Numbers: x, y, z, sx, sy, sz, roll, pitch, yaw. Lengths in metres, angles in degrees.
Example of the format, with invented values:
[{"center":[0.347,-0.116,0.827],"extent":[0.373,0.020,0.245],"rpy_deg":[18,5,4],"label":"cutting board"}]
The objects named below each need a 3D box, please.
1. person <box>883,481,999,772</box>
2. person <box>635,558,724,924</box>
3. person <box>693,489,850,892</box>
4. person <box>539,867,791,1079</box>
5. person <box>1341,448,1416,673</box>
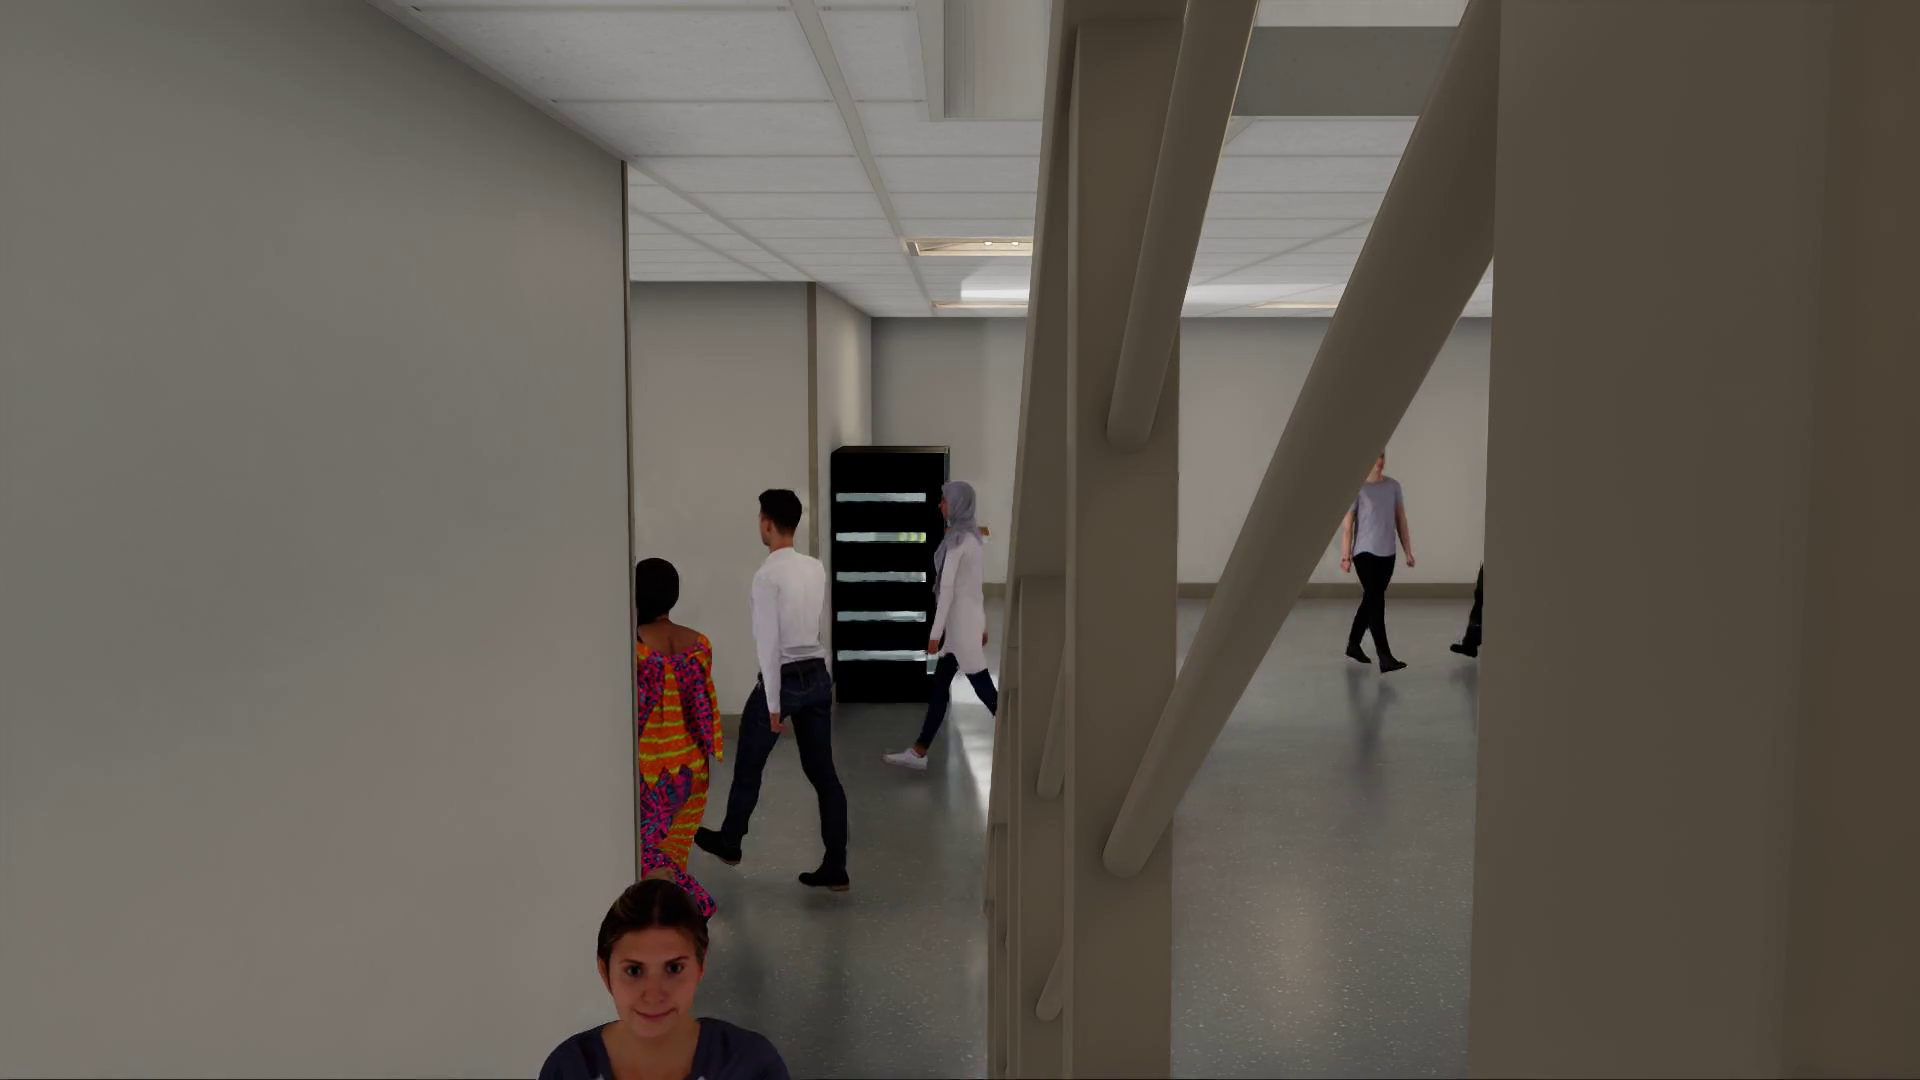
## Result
[{"center":[0.111,0.564,9.764],"extent":[0.834,1.728,1.140],"rpy_deg":[1,6,10],"label":"person"},{"center":[-1.199,0.902,6.673],"extent":[1.018,1.660,0.985],"rpy_deg":[5,7,39],"label":"person"},{"center":[-0.703,0.714,7.586],"extent":[1.178,1.827,1.157],"rpy_deg":[5,8,42],"label":"person"},{"center":[-0.478,1.344,2.779],"extent":[0.629,1.575,1.050],"rpy_deg":[-1,6,-5],"label":"person"},{"center":[3.310,0.147,13.456],"extent":[0.969,1.819,1.259],"rpy_deg":[-2,6,-22],"label":"person"}]
